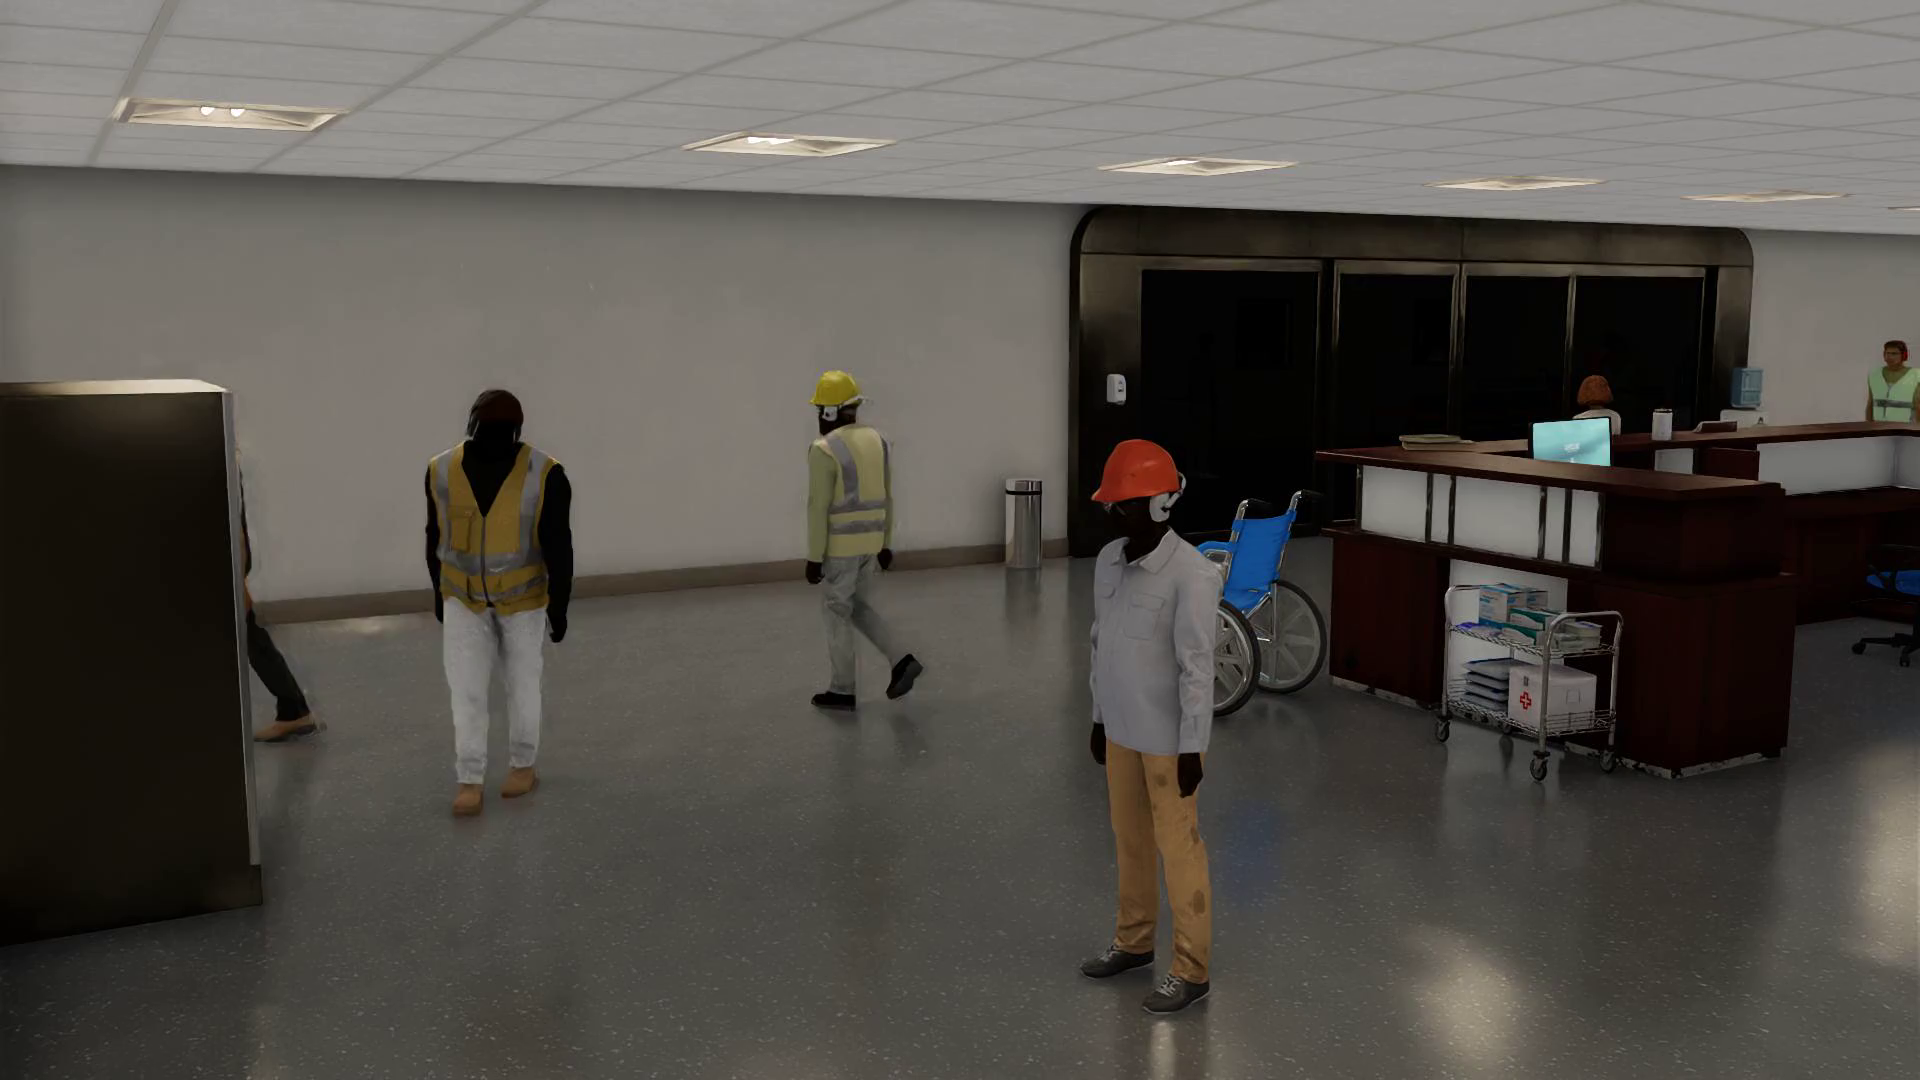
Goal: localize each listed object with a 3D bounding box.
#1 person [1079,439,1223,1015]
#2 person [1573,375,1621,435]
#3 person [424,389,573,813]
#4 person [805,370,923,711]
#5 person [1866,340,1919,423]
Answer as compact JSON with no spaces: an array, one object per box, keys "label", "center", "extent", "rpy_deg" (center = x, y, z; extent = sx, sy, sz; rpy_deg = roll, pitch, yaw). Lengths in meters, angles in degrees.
[{"label":"person","center":[0.560,0.560,5.104],"extent":[0.361,1.742,0.563],"rpy_deg":[-5,9,-30]},{"label":"person","center":[4.860,-0.451,12.808],"extent":[0.500,1.633,0.284],"rpy_deg":[-5,9,-30]},{"label":"person","center":[-1.960,0.258,7.073],"extent":[0.645,1.799,0.748],"rpy_deg":[-1,8,-4]},{"label":"person","center":[-0.546,0.016,8.783],"extent":[0.555,1.819,0.605],"rpy_deg":[5,9,31]},{"label":"person","center":[9.610,-1.143,17.107],"extent":[0.452,1.829,0.574],"rpy_deg":[-6,10,-36]}]
